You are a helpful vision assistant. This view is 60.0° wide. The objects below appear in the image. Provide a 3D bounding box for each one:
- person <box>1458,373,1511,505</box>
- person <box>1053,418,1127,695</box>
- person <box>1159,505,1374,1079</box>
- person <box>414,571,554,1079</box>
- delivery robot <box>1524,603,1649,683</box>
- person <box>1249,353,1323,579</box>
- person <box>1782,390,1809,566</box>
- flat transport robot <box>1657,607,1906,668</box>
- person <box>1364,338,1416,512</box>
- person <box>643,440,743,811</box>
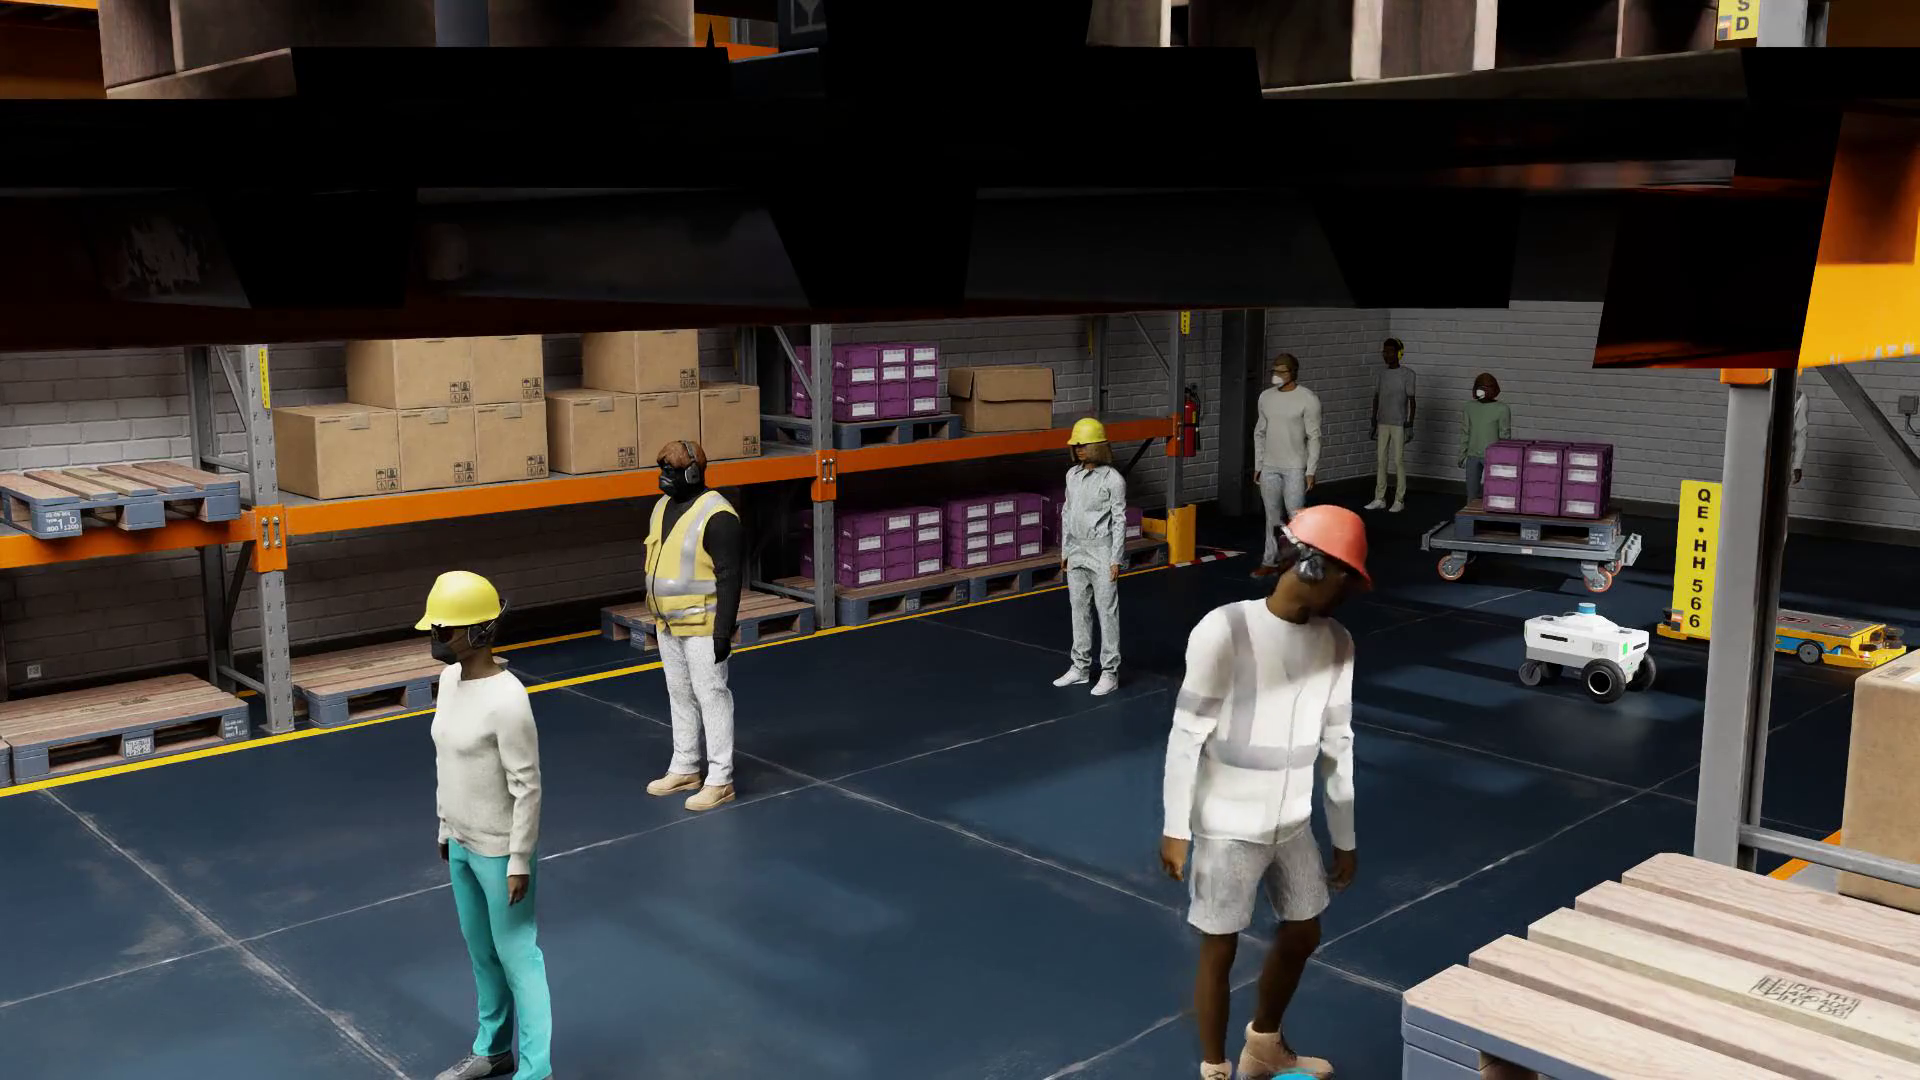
[{"bbox_3d":[5.001,-0.780,15.899,0.267,1.632,0.507,-9,13,-43],"label":"person"},{"bbox_3d":[0.813,0.101,10.422,0.325,1.740,0.492,-9,13,-43],"label":"person"},{"bbox_3d":[0.925,0.885,5.154,0.700,1.988,0.396,-4,11,-25],"label":"person"},{"bbox_3d":[-1.526,0.966,5.288,0.327,1.767,0.533,-9,13,-43],"label":"person"},{"bbox_3d":[3.932,0.639,10.470,0.477,0.478,0.707,-9,13,-42],"label":"delivery robot"},{"bbox_3d":[2.732,-0.601,13.959,0.352,1.936,0.635,-9,13,-43],"label":"person"},{"bbox_3d":[7.111,-0.686,14.615,0.337,1.882,0.584,-9,13,-43],"label":"person"},{"bbox_3d":[5.708,0.636,11.589,0.652,0.197,1.431,-9,13,-42],"label":"flat transport robot"},{"bbox_3d":[4.630,-1.230,17.842,0.310,1.868,0.533,-9,13,-43],"label":"person"},{"bbox_3d":[-1.346,0.417,8.283,0.429,1.841,0.633,-9,13,-43],"label":"person"}]
